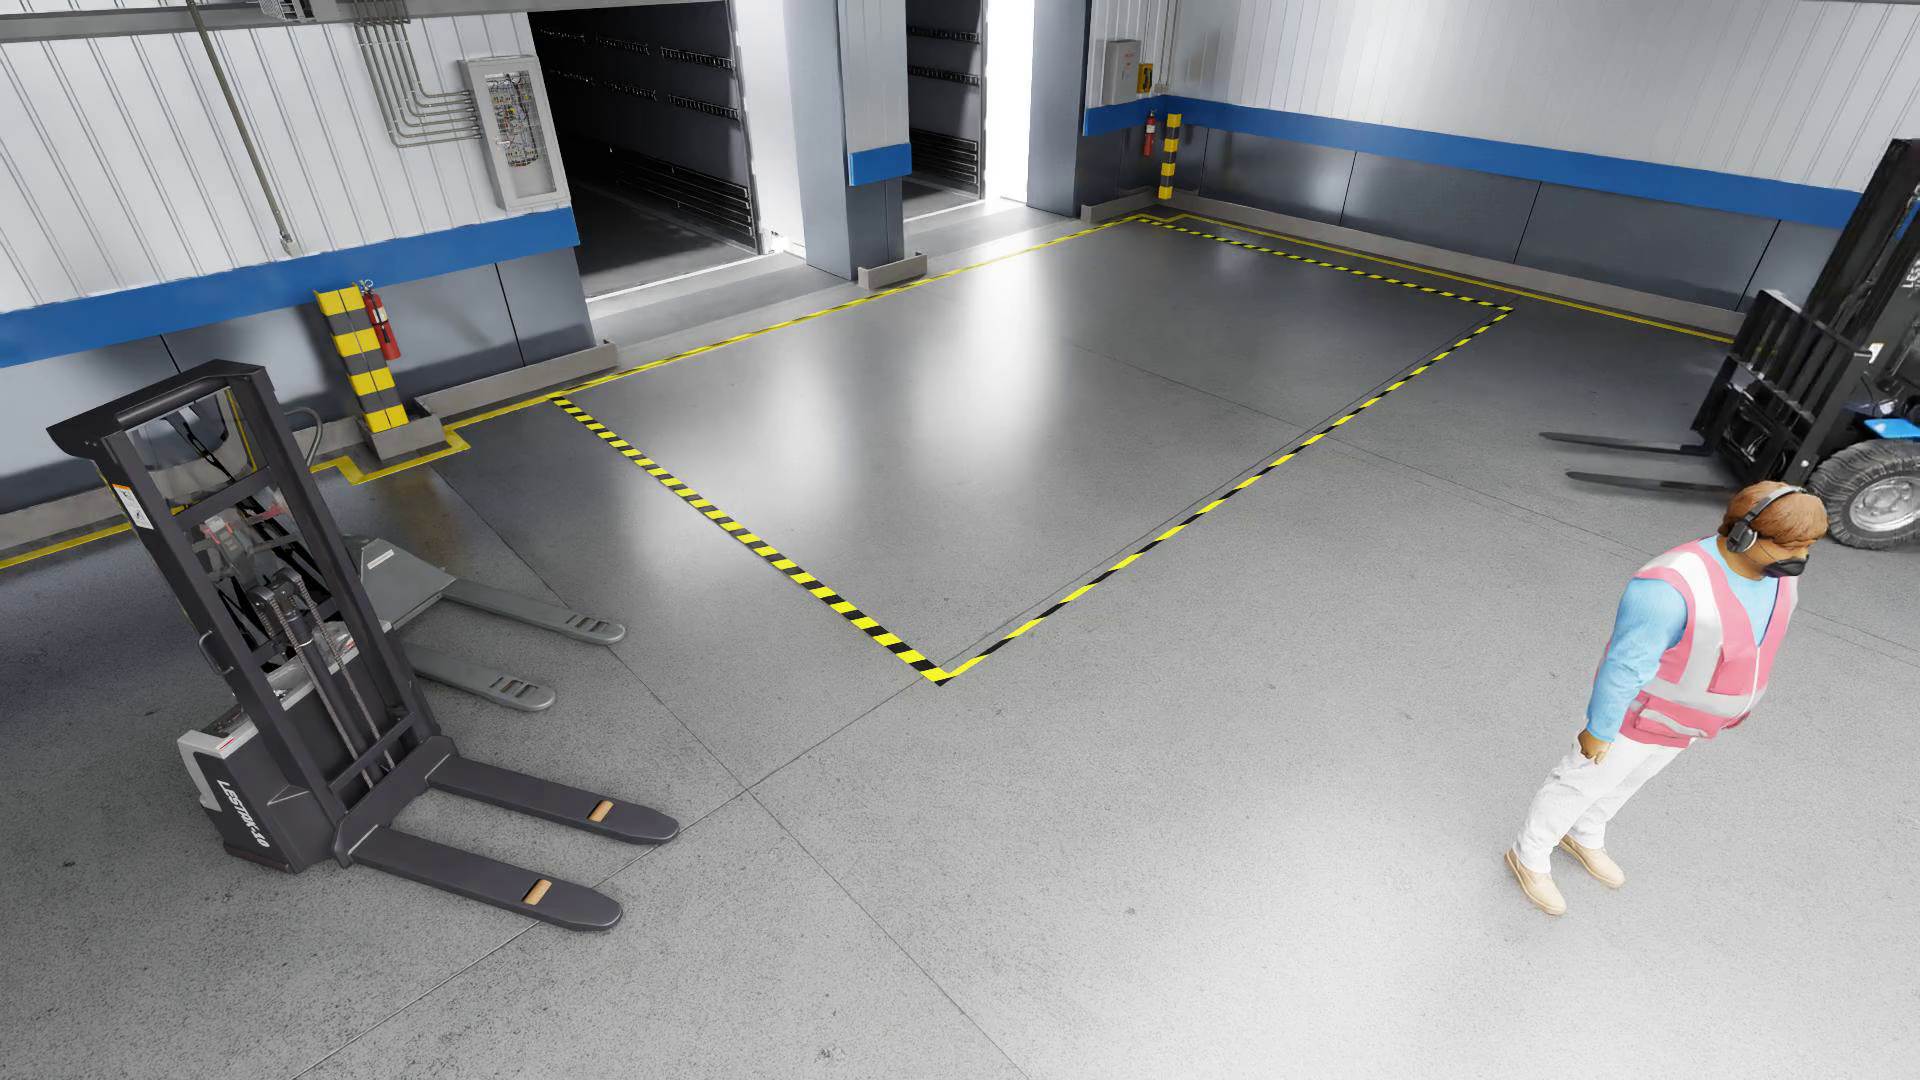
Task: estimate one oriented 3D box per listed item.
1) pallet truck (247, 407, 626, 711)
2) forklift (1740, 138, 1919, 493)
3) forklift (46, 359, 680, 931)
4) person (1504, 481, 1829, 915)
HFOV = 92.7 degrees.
[{"bbox_3d":[-2.628,0.038,4.590,1.601,1.201,0.680,12,36,18],"label":"pallet truck"},{"bbox_3d":[6.443,-1.154,5.355,2.680,2.036,1.157,7,35,10],"label":"forklift"},{"bbox_3d":[-2.135,0.422,3.354,1.885,1.965,0.823,10,35,14],"label":"forklift"},{"bbox_3d":[2.460,0.600,3.230,0.632,1.841,0.429,-12,36,-17],"label":"person"}]
